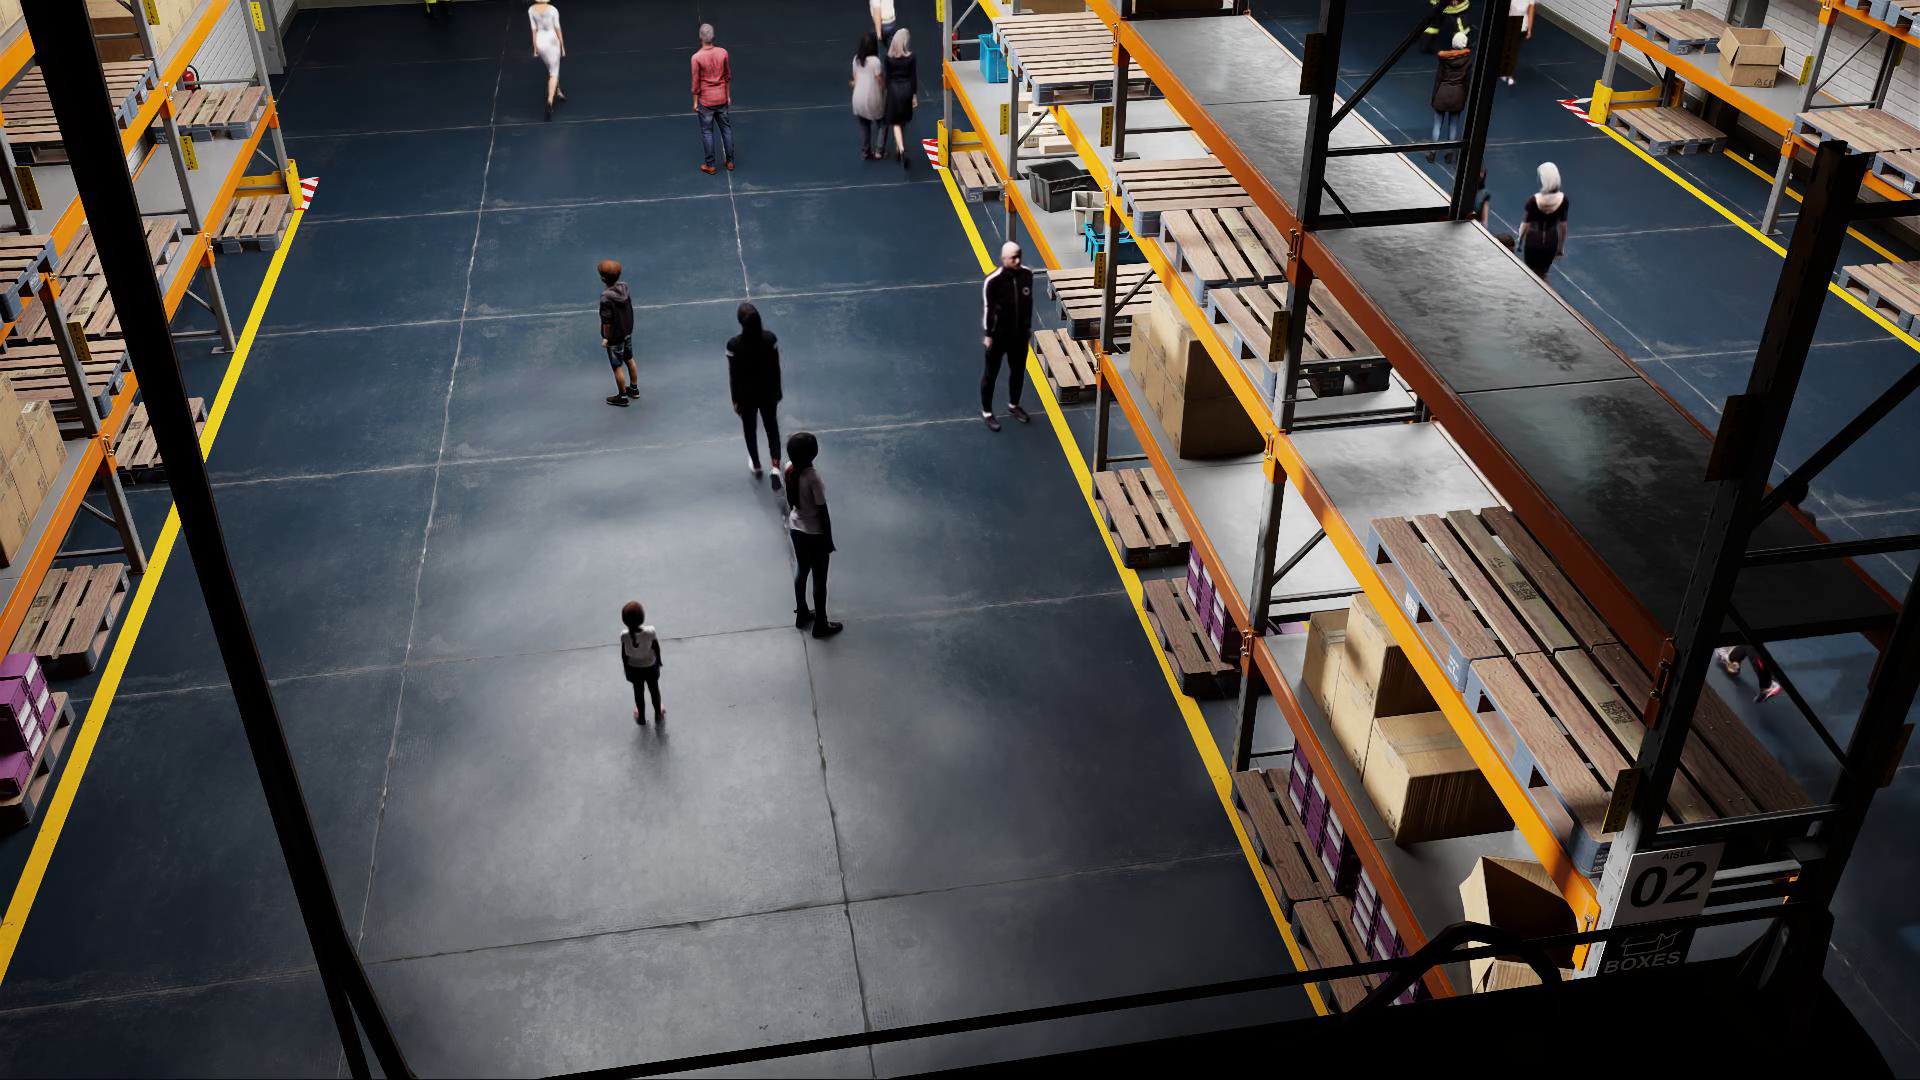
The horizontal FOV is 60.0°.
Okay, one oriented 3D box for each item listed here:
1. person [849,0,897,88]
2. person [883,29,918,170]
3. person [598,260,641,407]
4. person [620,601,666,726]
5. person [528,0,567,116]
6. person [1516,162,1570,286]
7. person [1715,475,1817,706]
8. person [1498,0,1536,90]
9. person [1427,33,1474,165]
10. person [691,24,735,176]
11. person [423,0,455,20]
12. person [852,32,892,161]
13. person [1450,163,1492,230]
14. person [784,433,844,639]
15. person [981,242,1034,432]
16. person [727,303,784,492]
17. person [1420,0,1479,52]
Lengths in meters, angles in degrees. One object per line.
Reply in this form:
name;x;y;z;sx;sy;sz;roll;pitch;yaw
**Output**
person;-0.963;-7.036;22.958;1.141;1.819;1.121;18;38;25
person;-0.743;-5.426;20.626;0.572;1.718;0.982;-6;34;-9
person;-3.225;-1.959;15.656;0.686;1.447;0.612;16;37;23
person;-2.259;0.867;11.789;0.436;1.020;0.424;-8;35;-12
person;-5.545;-6.576;22.356;0.820;1.718;1.156;5;34;8
person;5.841;-2.871;16.703;0.664;1.806;0.631;2;34;3
person;5.817;0.379;11.870;0.663;1.743;1.040;-7;34;-11
person;7.782;-7.112;23.256;0.632;1.614;1.031;1;34;1
person;6.150;-5.548;20.887;0.679;1.634;0.678;3;34;5
person;-3.059;-5.461;20.578;0.754;1.831;0.699;-19;38;-26
person;-8.381;-9.254;26.150;0.873;1.979;0.859;-25;41;-33
person;-1.177;-5.552;20.922;0.793;1.599;0.854;22;39;29
person;5.182;-3.100;17.131;0.661;1.714;0.725;7;34;10
person;-1.136;-0.054;12.543;0.731;1.719;0.631;-27;42;-34
person;0.410;-1.885;15.195;0.720;1.833;0.680;-15;37;-21
person;-1.720;-1.209;14.286;0.657;1.712;0.991;-9;35;-13
person;7.171;-8.071;24.517;0.904;1.817;1.082;-9;35;-13
